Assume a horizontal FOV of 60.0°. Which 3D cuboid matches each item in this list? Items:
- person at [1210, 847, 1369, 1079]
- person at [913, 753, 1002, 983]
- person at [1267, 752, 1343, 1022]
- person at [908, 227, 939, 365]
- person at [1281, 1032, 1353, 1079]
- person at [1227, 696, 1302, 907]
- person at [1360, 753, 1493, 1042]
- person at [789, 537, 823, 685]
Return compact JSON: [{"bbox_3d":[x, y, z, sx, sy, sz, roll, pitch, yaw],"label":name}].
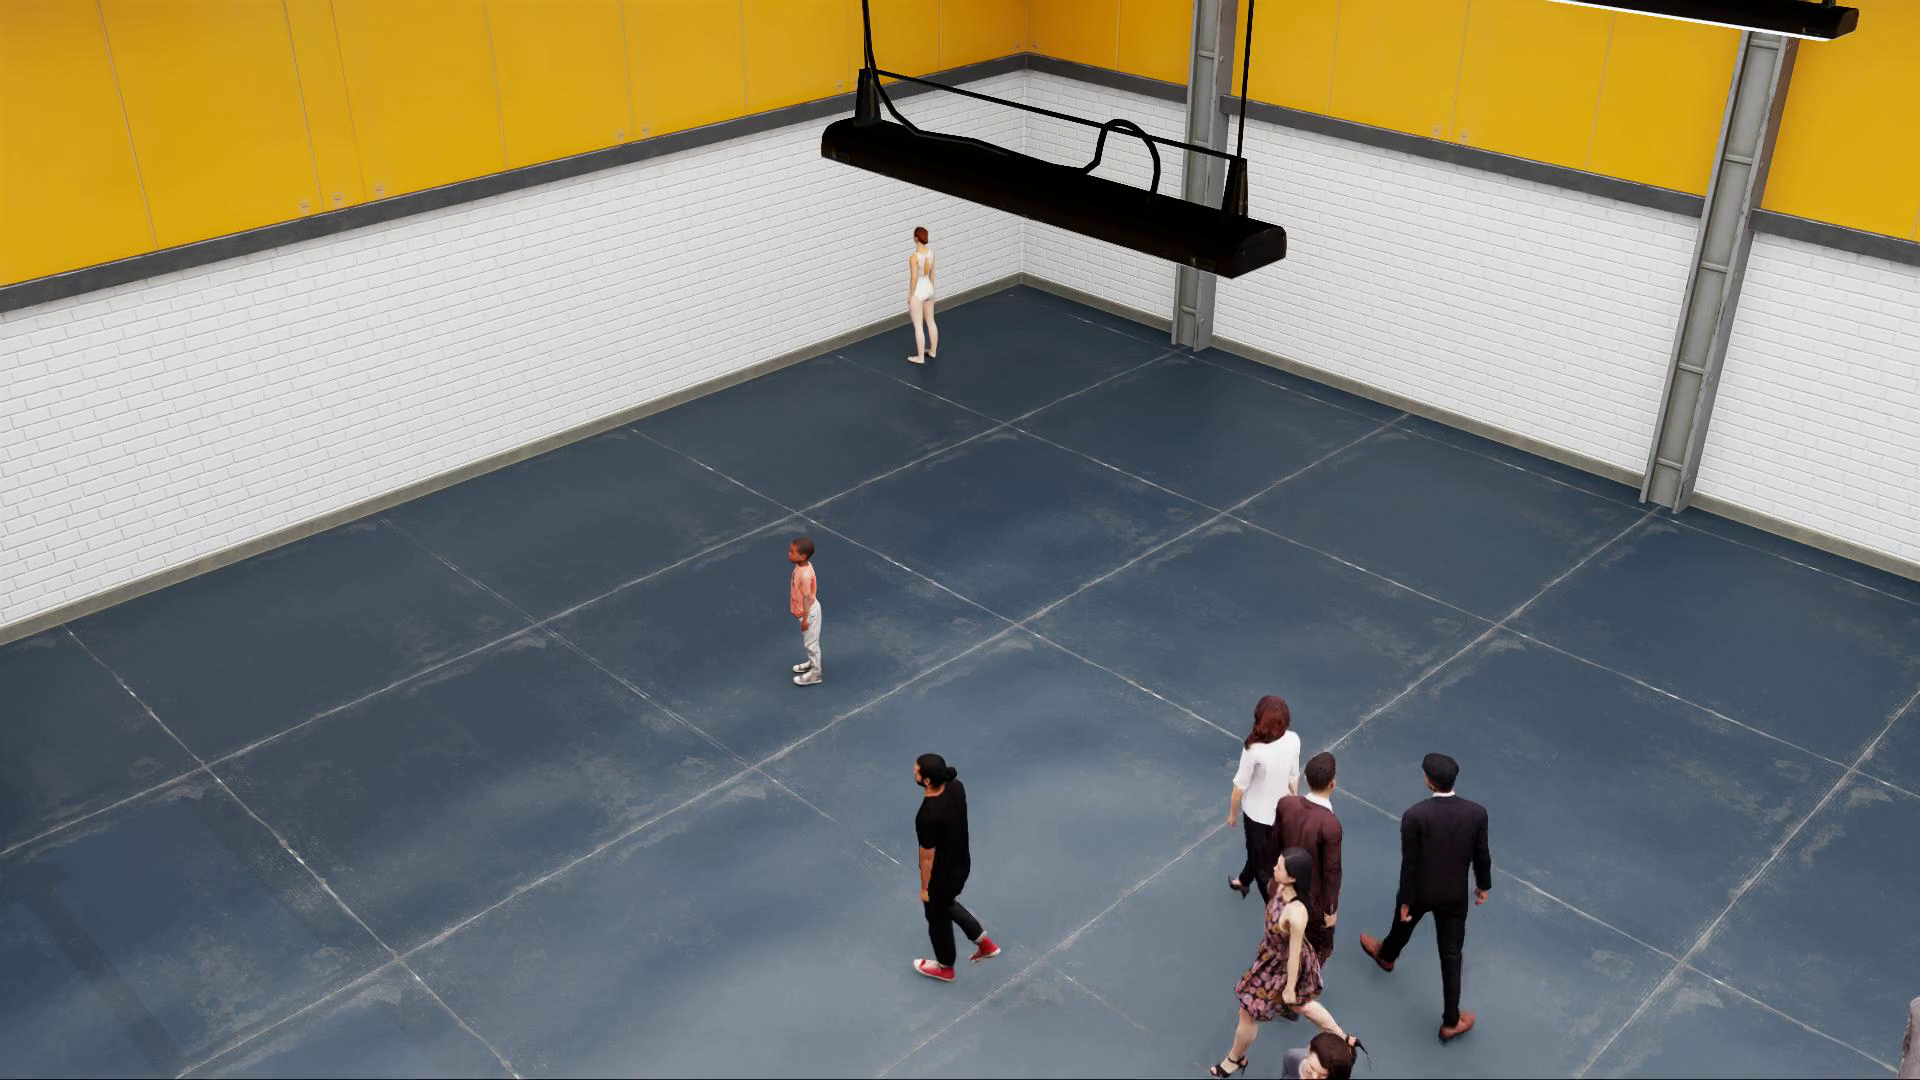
[{"bbox_3d":[1.947,2.501,9.629,1.182,1.743,1.087,2,29,3],"label":"person"},{"bbox_3d":[-0.026,2.089,10.384,0.916,1.742,0.811,12,31,20],"label":"person"},{"bbox_3d":[2.053,2.178,10.113,0.810,1.847,0.750,-15,32,-26],"label":"person"},{"bbox_3d":[-0.447,-2.899,19.631,0.480,1.643,0.567,22,36,35],"label":"person"},{"bbox_3d":[1.807,3.101,8.528,0.815,1.744,0.730,-14,31,-23],"label":"person"},{"bbox_3d":[2.043,1.862,10.785,0.867,1.757,1.209,-13,31,-23],"label":"person"},{"bbox_3d":[2.925,2.196,10.103,1.201,1.824,1.266,2,29,3],"label":"person"},{"bbox_3d":[-1.244,0.565,13.629,0.614,1.310,0.536,-6,29,-11],"label":"person"}]
